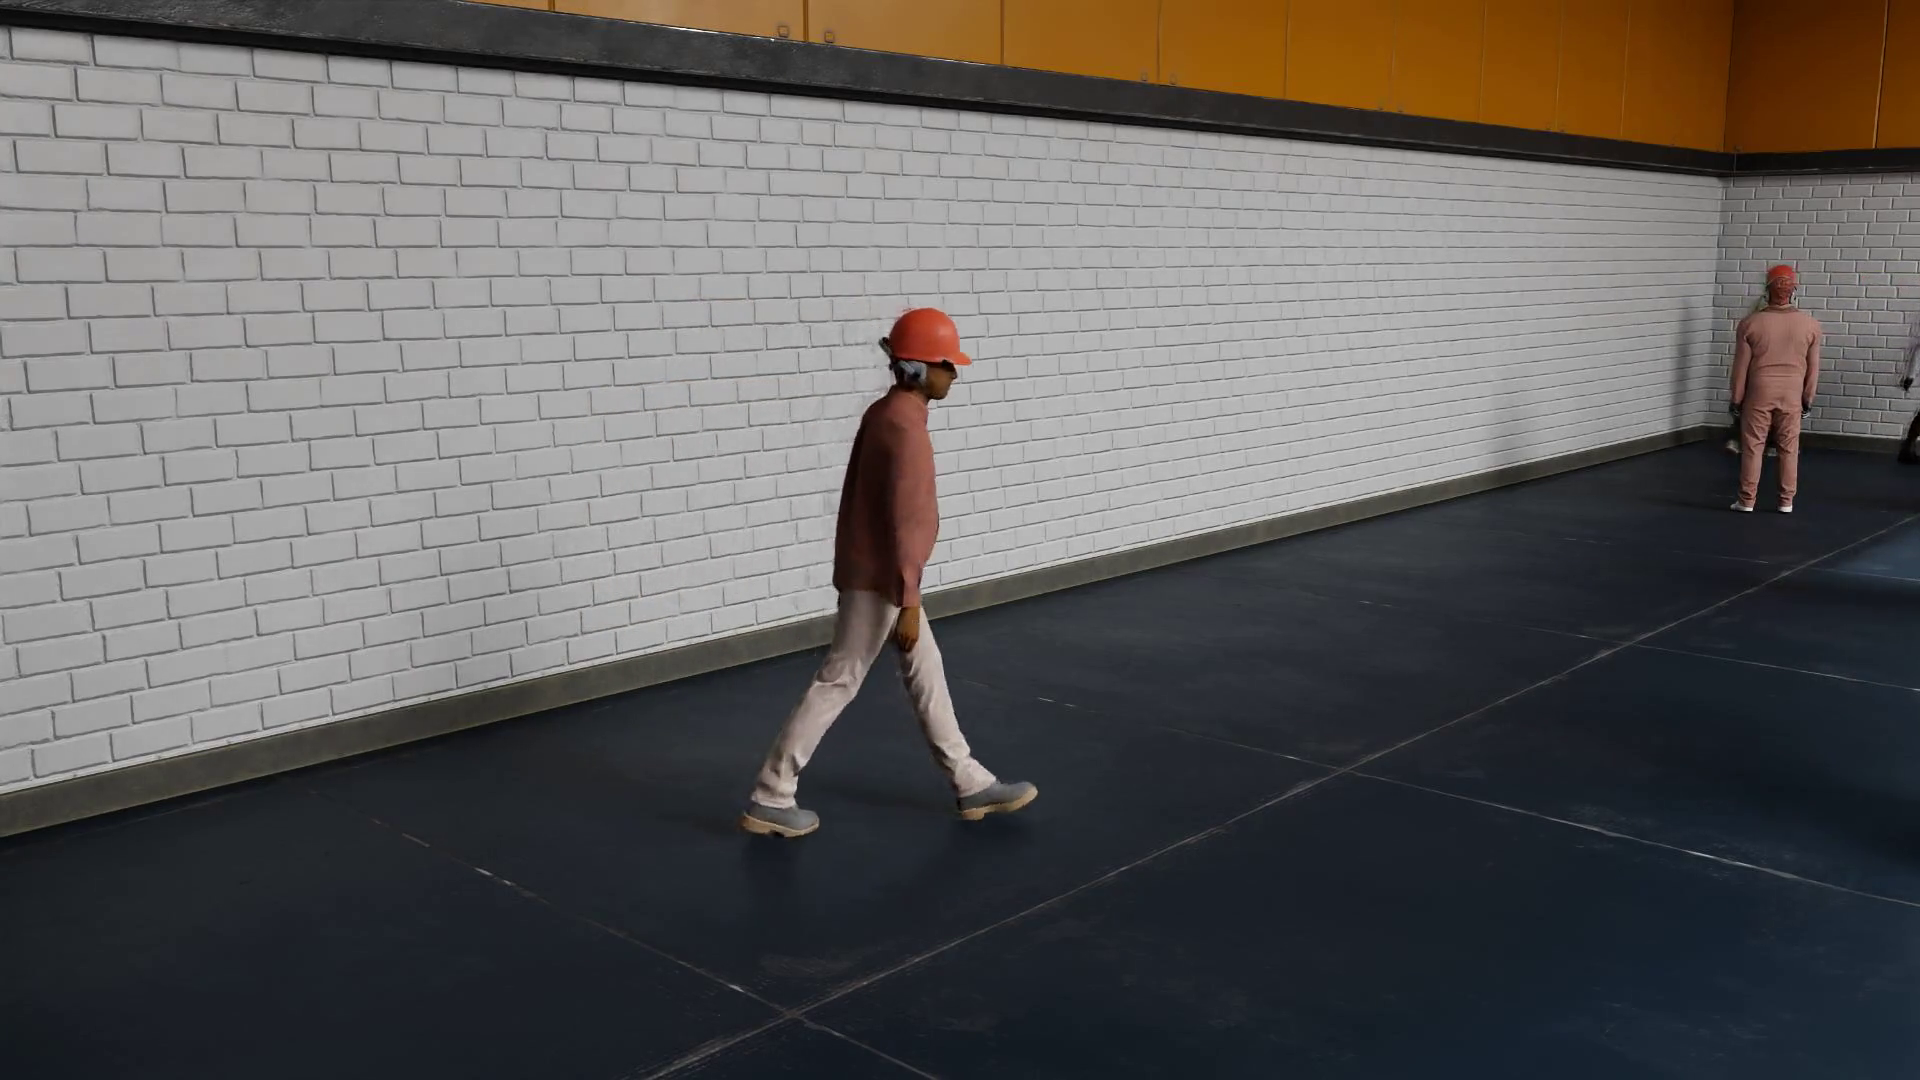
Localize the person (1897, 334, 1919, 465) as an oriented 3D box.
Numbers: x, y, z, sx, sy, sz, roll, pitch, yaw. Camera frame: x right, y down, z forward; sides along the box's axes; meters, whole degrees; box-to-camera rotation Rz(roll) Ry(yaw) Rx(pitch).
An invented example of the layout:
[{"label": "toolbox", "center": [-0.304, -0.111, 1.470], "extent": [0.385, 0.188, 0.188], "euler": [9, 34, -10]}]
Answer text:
[{"label": "person", "center": [9.519, -1.614, 16.031], "extent": [0.585, 1.875, 0.994], "euler": [-5, 11, -24]}]

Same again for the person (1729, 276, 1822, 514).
[{"label": "person", "center": [6.505, -1.153, 13.329], "extent": [0.647, 1.908, 0.409], "euler": [2, 10, 11]}]

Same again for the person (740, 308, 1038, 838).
[{"label": "person", "center": [-0.289, 0.135, 5.967], "extent": [1.110, 1.922, 0.626], "euler": [-2, 10, -9]}]

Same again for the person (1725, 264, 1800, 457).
[{"label": "person", "center": [8.262, -1.827, 17.004], "extent": [0.636, 1.967, 0.668], "euler": [1, 10, 5]}]
